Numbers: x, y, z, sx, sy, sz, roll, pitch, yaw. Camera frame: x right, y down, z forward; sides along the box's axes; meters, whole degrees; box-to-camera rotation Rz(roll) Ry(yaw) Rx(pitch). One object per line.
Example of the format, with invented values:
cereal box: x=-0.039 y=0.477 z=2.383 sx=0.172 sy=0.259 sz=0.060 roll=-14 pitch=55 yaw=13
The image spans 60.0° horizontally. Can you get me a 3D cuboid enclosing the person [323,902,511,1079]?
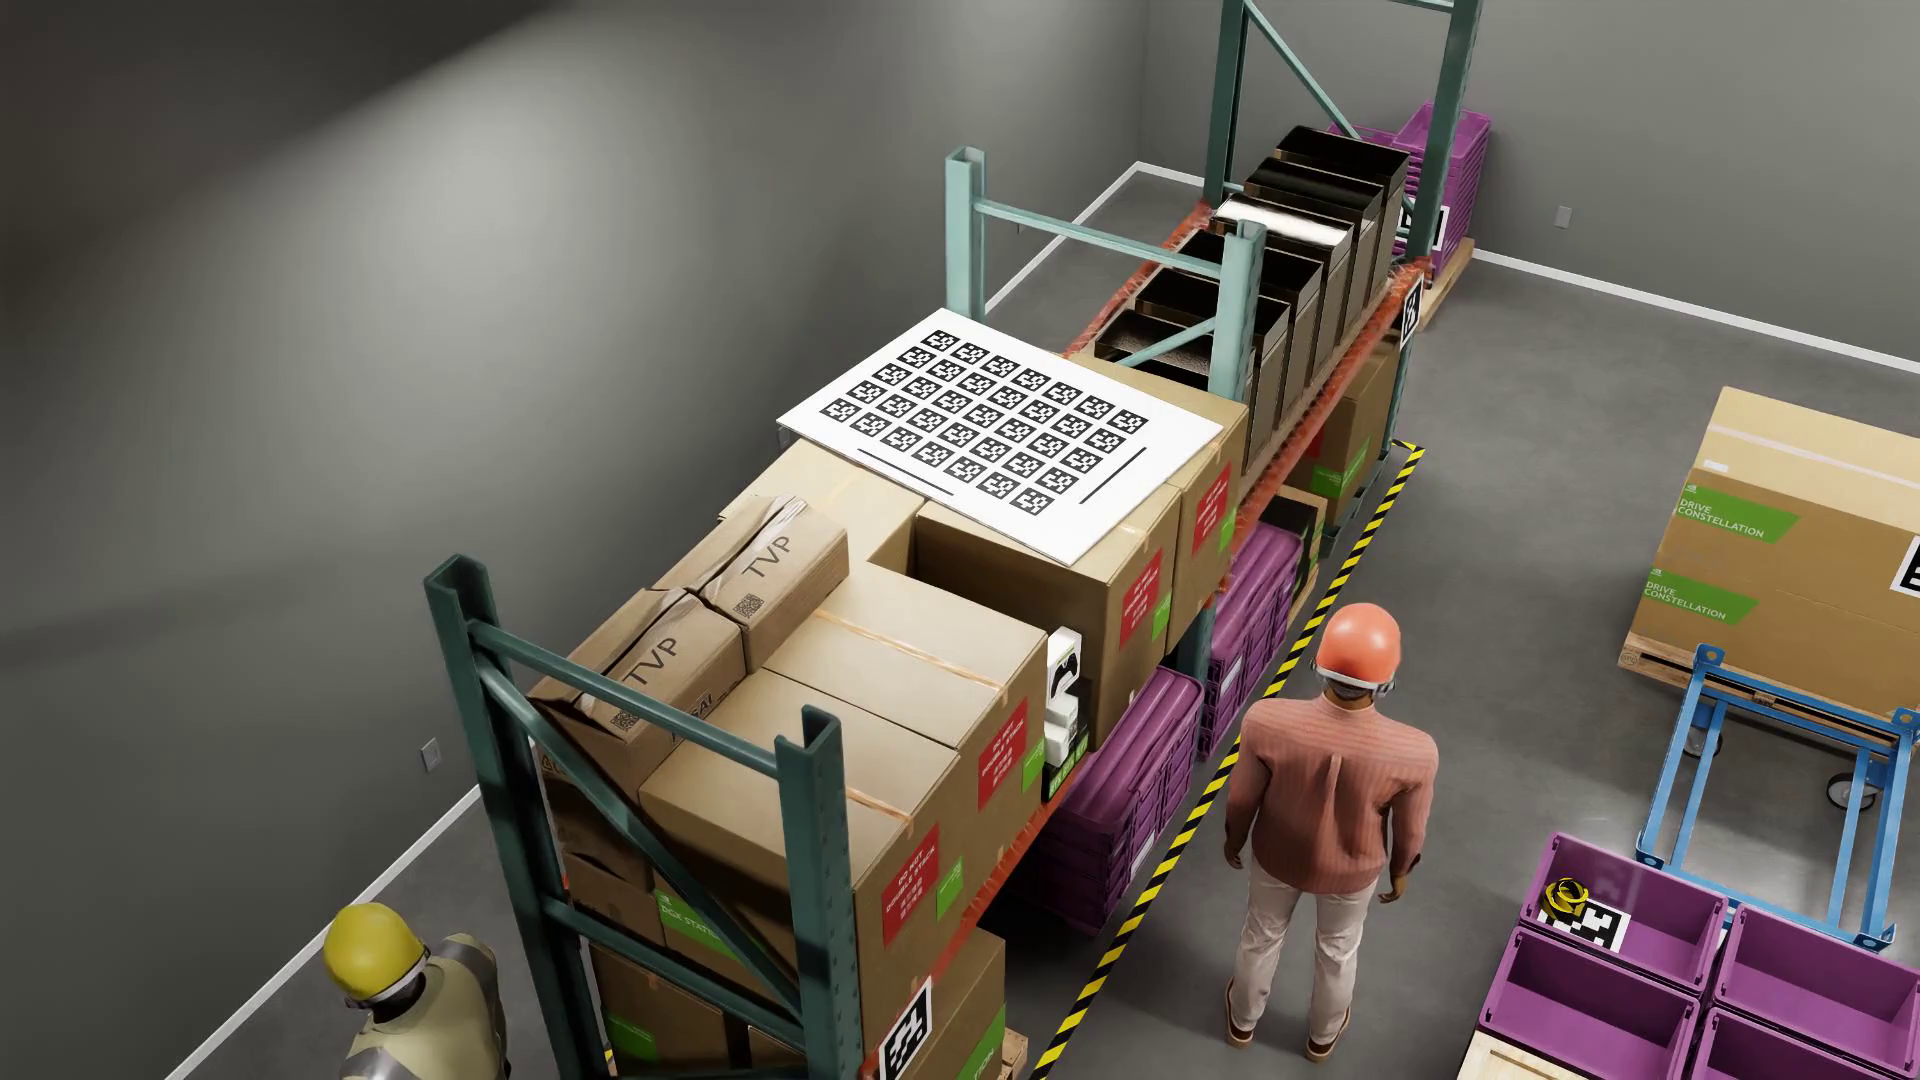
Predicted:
person: x=-1.475 y=1.646 z=4.717 sx=0.404 sy=1.828 sz=0.601 roll=11 pitch=41 yaw=13

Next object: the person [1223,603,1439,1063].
person: x=1.159 y=0.989 z=5.376 sx=0.622 sy=1.992 sz=0.384 roll=10 pitch=41 yaw=12
